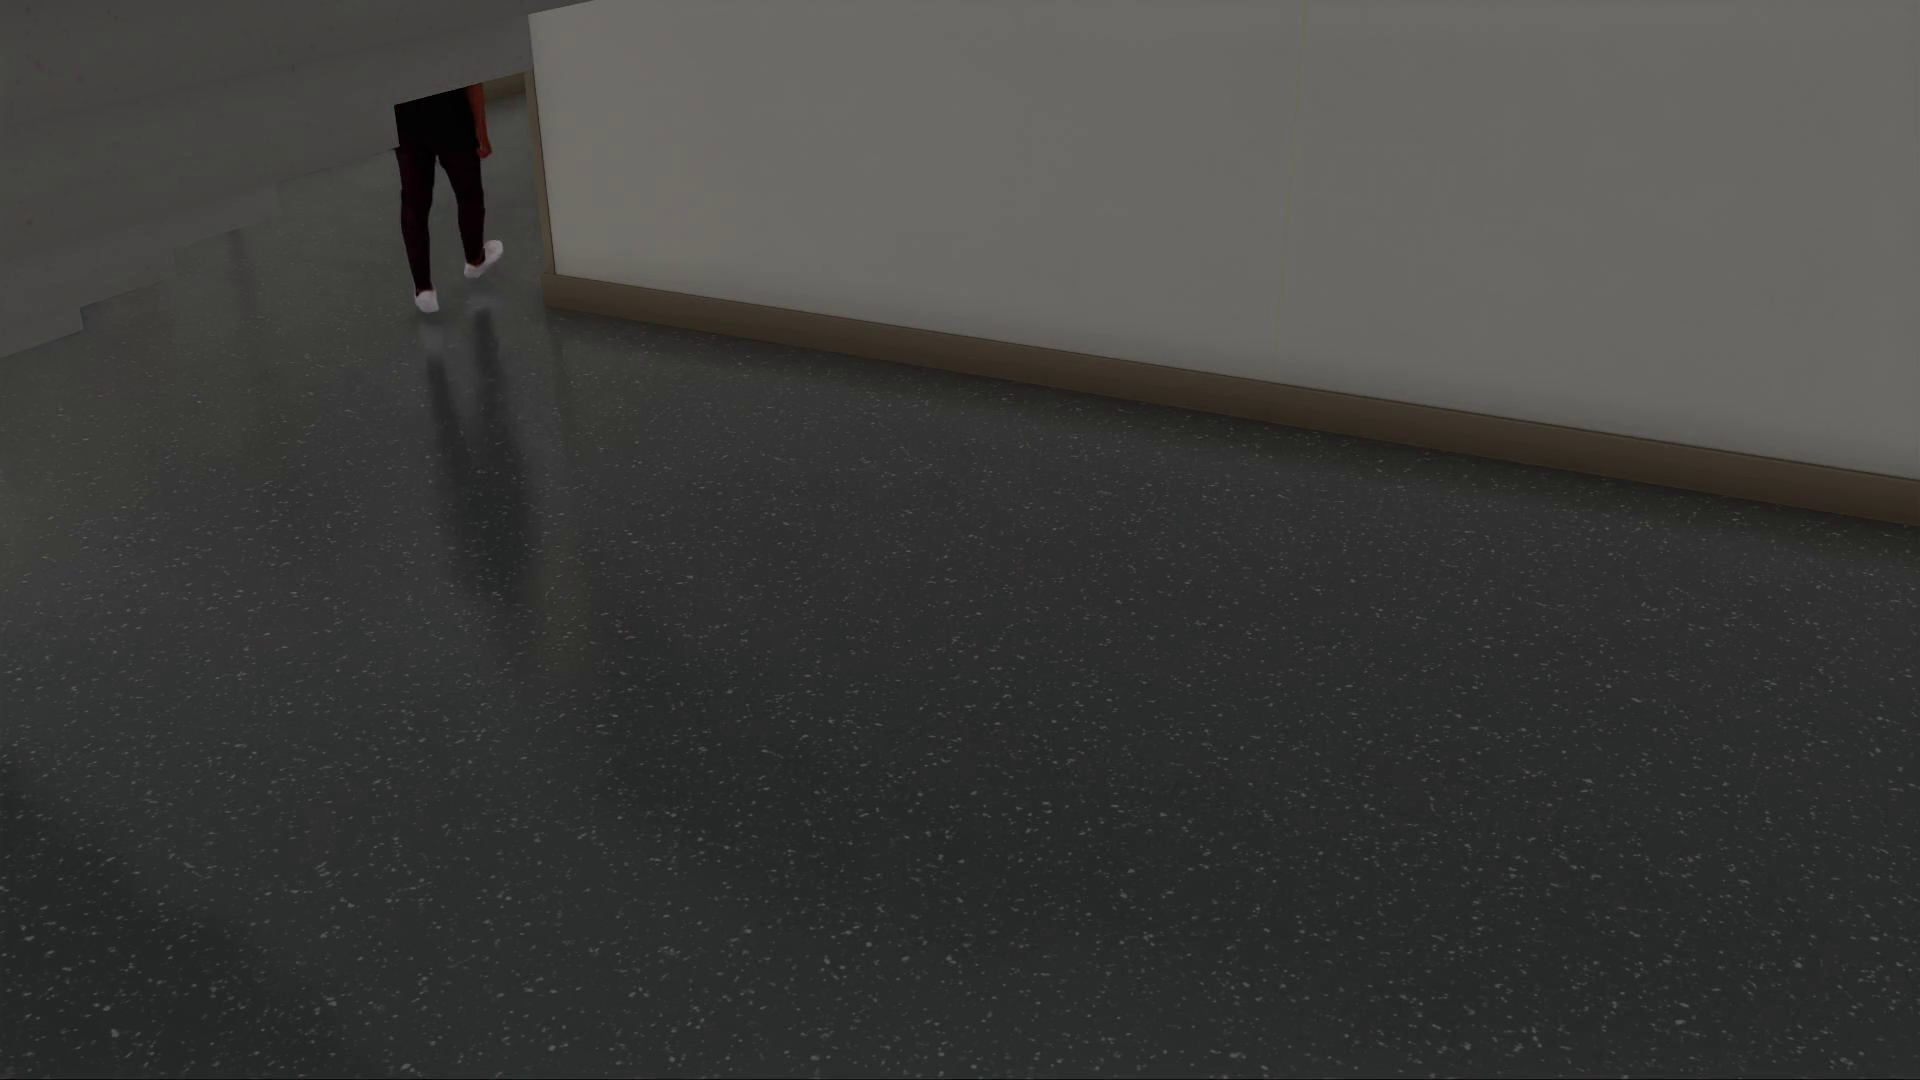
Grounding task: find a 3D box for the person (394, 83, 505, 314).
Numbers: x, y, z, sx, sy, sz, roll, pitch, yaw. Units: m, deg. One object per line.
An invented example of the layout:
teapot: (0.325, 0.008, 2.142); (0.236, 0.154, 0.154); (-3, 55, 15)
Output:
person: (-2.379, -1.866, 7.463); (1.153, 1.728, 1.101); (-1, 26, -2)
